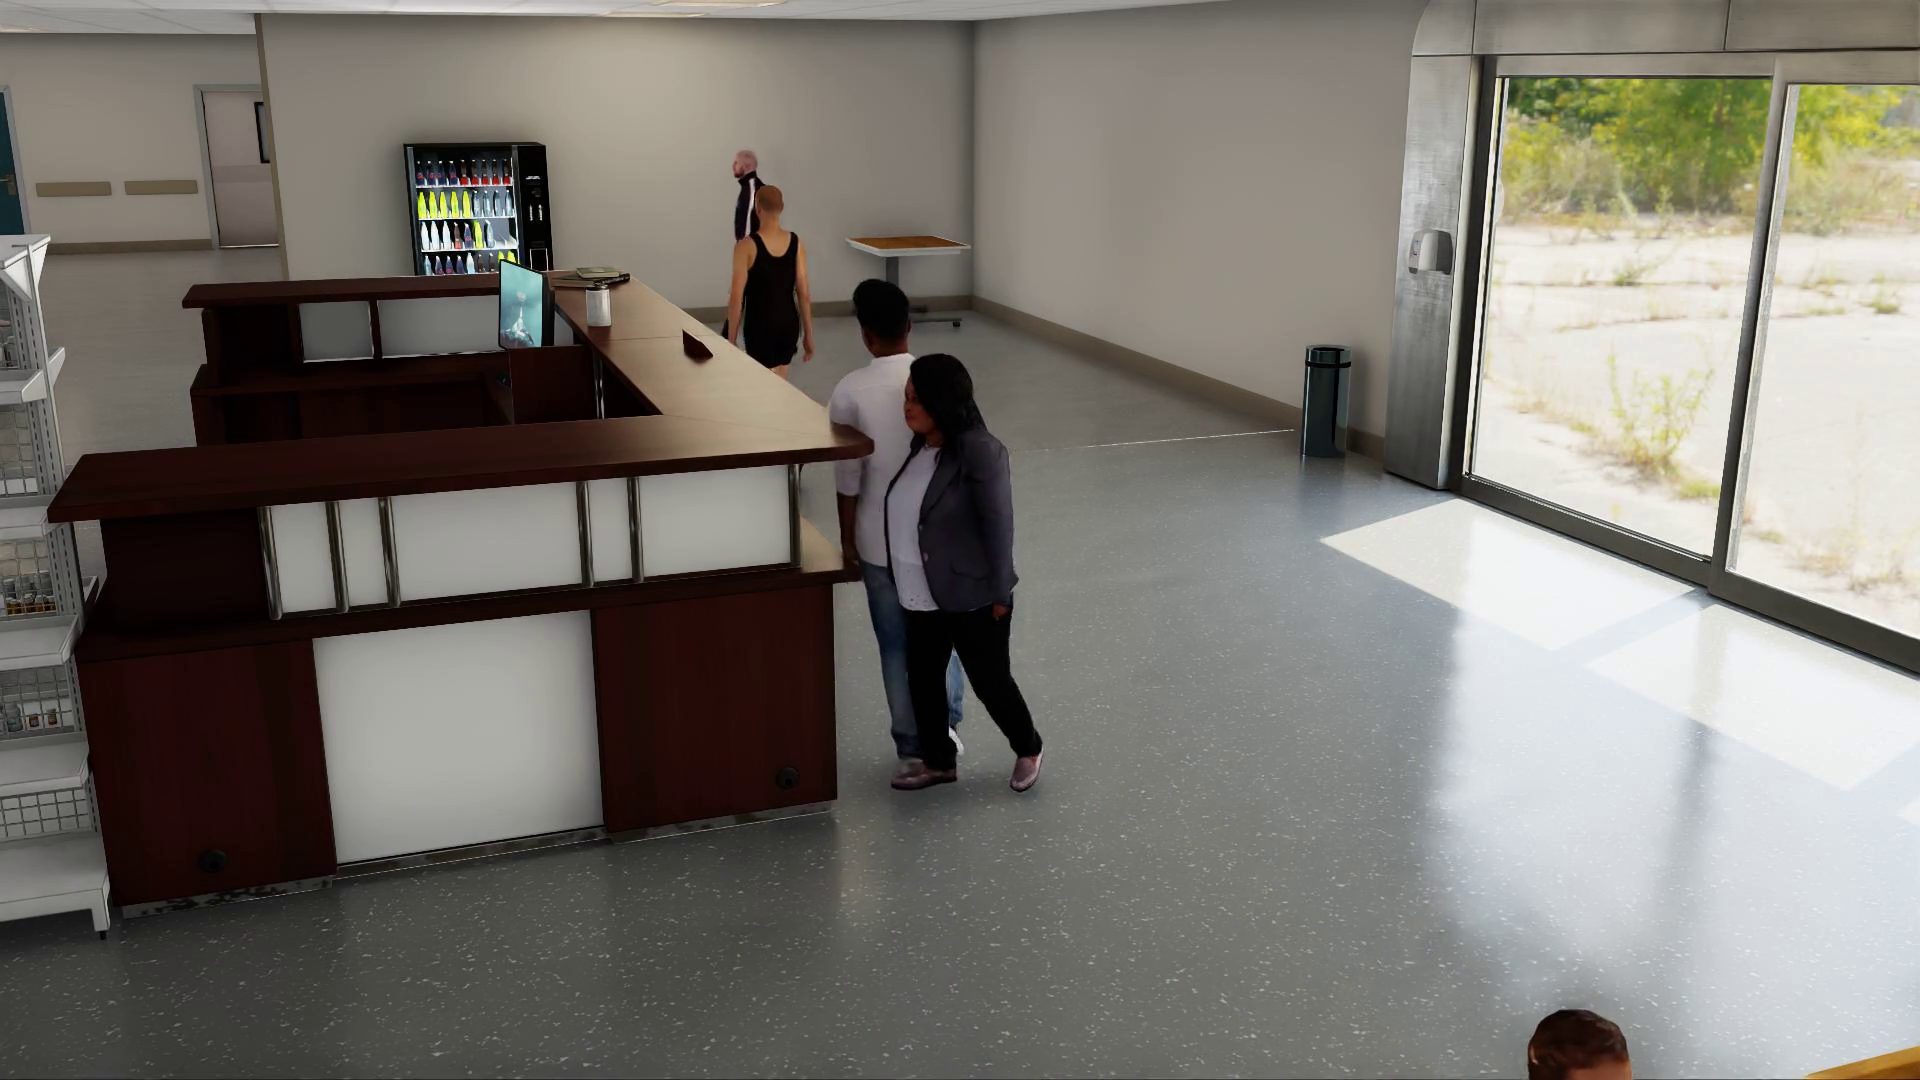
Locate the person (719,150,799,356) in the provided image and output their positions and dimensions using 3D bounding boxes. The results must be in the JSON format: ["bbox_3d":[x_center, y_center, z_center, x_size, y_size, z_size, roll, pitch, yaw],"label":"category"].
[{"bbox_3d":[-1.690,-2.488,14.682,1.174,1.788,0.842,-3,16,-10],"label":"person"}]

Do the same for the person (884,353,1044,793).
[{"bbox_3d":[0.052,0.144,5.767,0.930,1.559,0.817,-14,21,-40],"label":"person"}]

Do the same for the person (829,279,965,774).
[{"bbox_3d":[-0.191,0.010,5.822,0.676,1.787,0.823,0,16,0],"label":"person"}]

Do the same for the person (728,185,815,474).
[{"bbox_3d":[-1.129,-1.250,10.291,1.123,1.787,0.919,-10,19,-32],"label":"person"}]

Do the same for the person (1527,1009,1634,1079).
[{"bbox_3d":[1.014,1.245,2.862,0.478,1.016,0.496,-5,17,-18],"label":"person"}]
